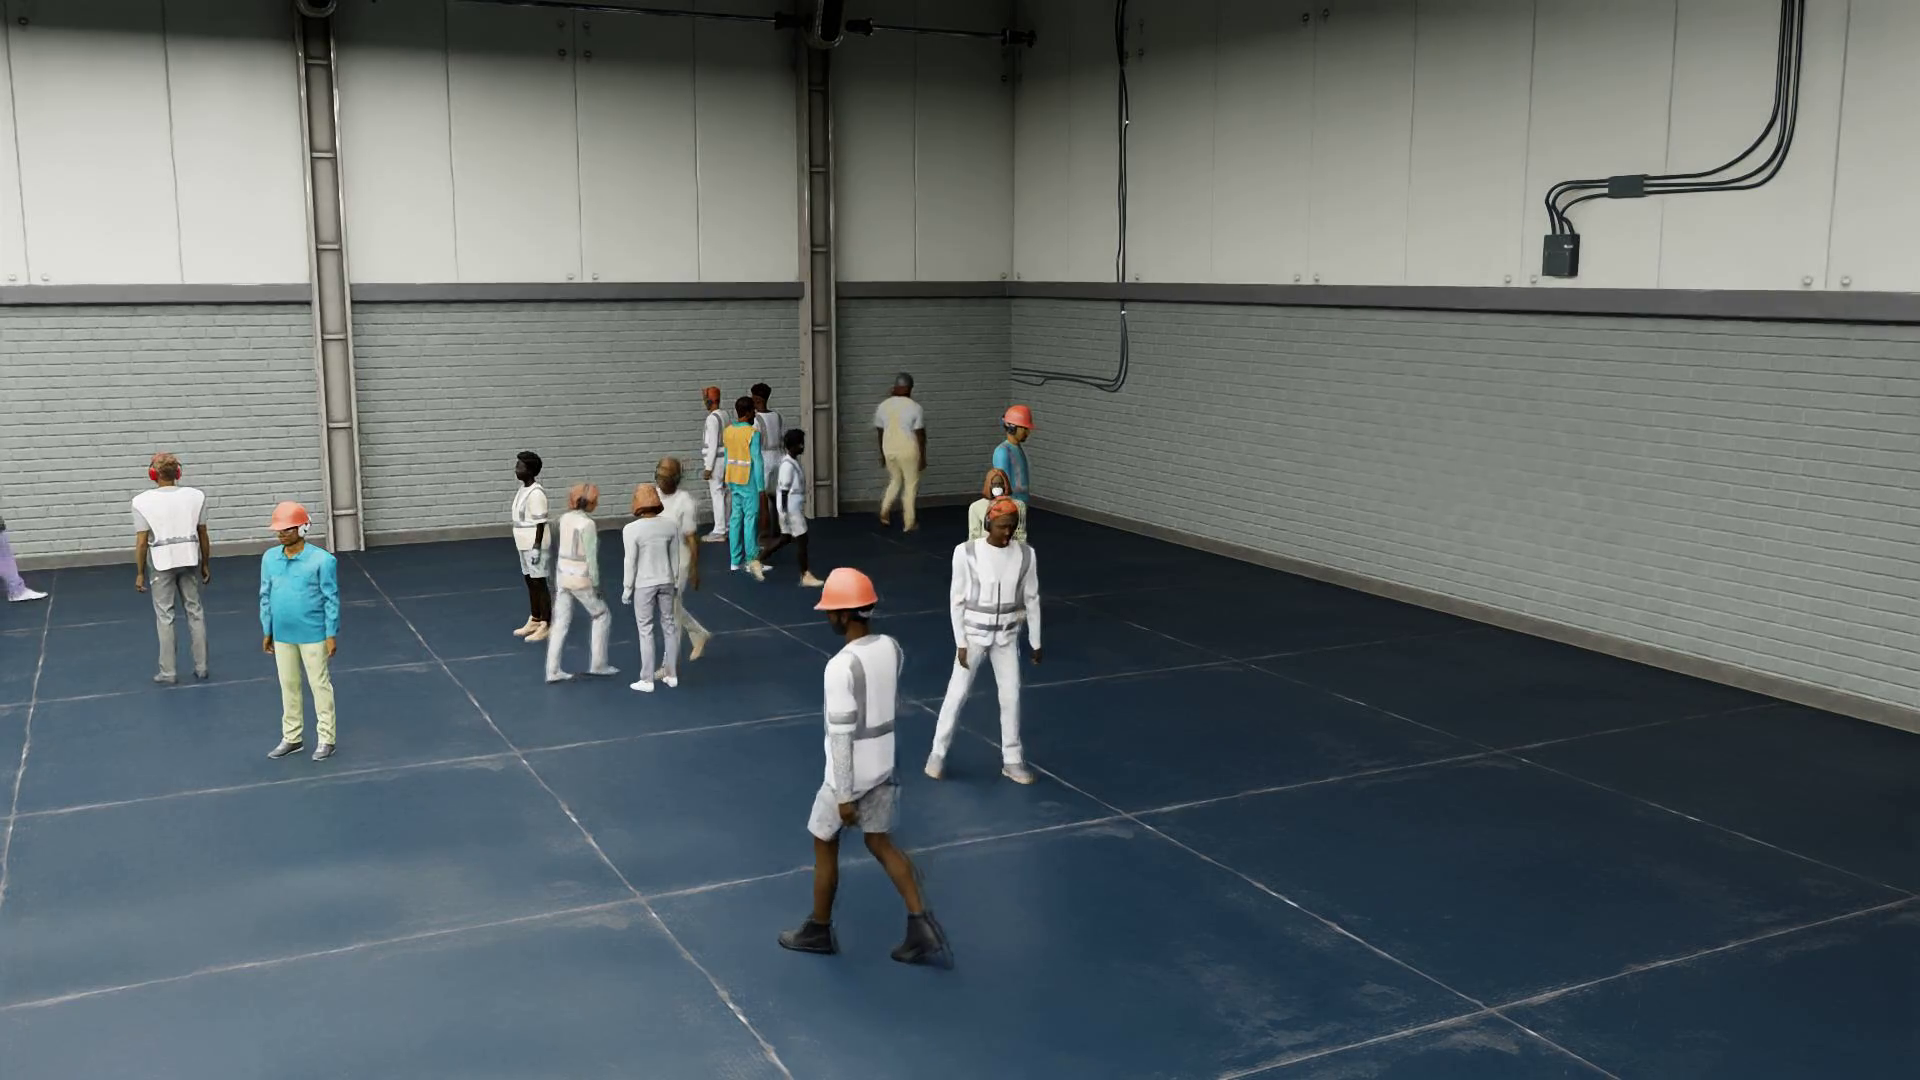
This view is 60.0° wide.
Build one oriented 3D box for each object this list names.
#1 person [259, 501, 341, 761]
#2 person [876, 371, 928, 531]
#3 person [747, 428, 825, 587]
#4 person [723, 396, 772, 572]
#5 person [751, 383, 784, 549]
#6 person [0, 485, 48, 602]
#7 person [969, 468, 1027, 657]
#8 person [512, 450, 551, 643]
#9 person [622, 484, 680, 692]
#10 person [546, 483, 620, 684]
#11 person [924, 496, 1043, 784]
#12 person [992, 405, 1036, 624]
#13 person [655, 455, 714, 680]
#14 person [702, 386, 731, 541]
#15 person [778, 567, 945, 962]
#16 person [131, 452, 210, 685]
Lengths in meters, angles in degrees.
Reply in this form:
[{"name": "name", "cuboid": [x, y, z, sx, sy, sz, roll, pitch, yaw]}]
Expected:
[{"name": "person", "cuboid": [-4.443, 0.608, 11.164, 0.573, 1.750, 0.330, 2, 9, 12]}, {"name": "person", "cuboid": [-0.683, -1.128, 20.976, 0.684, 2.000, 0.541, 6, 11, 32]}, {"name": "person", "cuboid": [-1.826, -0.339, 17.290, 0.794, 1.665, 0.530, 0, 9, 2]}, {"name": "person", "cuboid": [-2.347, -0.606, 18.138, 0.593, 1.920, 0.392, 9, 13, 42]}, {"name": "person", "cuboid": [-2.313, -0.873, 19.634, 0.373, 1.966, 0.605, 5, 11, 29]}, {"name": "person", "cuboid": [-9.520, -0.253, 16.158, 0.958, 1.864, 0.647, -5, 10, -28]}, {"name": "person", "cuboid": [0.320, 0.193, 14.122, 0.499, 1.627, 0.279, -1, 9, -7]}, {"name": "person", "cuboid": [-3.802, 0.053, 14.753, 0.318, 1.700, 0.536, -6, 11, -31]}, {"name": "person", "cuboid": [-2.411, 0.369, 13.003, 0.499, 1.633, 0.279, -8, 12, -40]}, {"name": "person", "cuboid": [-2.999, 0.343, 13.229, 0.657, 1.605, 0.561, -7, 12, -39]}, {"name": "person", "cuboid": [0.161, 0.632, 10.662, 0.754, 1.874, 0.496, -3, 10, -18]}, {"name": "person", "cuboid": [0.513, -0.244, 15.539, 0.389, 2.039, 0.605, 3, 10, 15]}, {"name": "person", "cuboid": [-2.289, 0.190, 13.568, 0.530, 1.815, 0.786, 7, 11, 35]}, {"name": "person", "cuboid": [-2.959, -0.923, 20.193, 0.354, 1.885, 0.573, 2, 9, 11]}, {"name": "person", "cuboid": [-0.463, 1.068, 7.840, 0.825, 1.911, 0.549, 6, 11, 34]}, {"name": "person", "cuboid": [-6.247, 0.228, 13.222, 0.373, 1.843, 0.570, 9, 13, 42]}]
